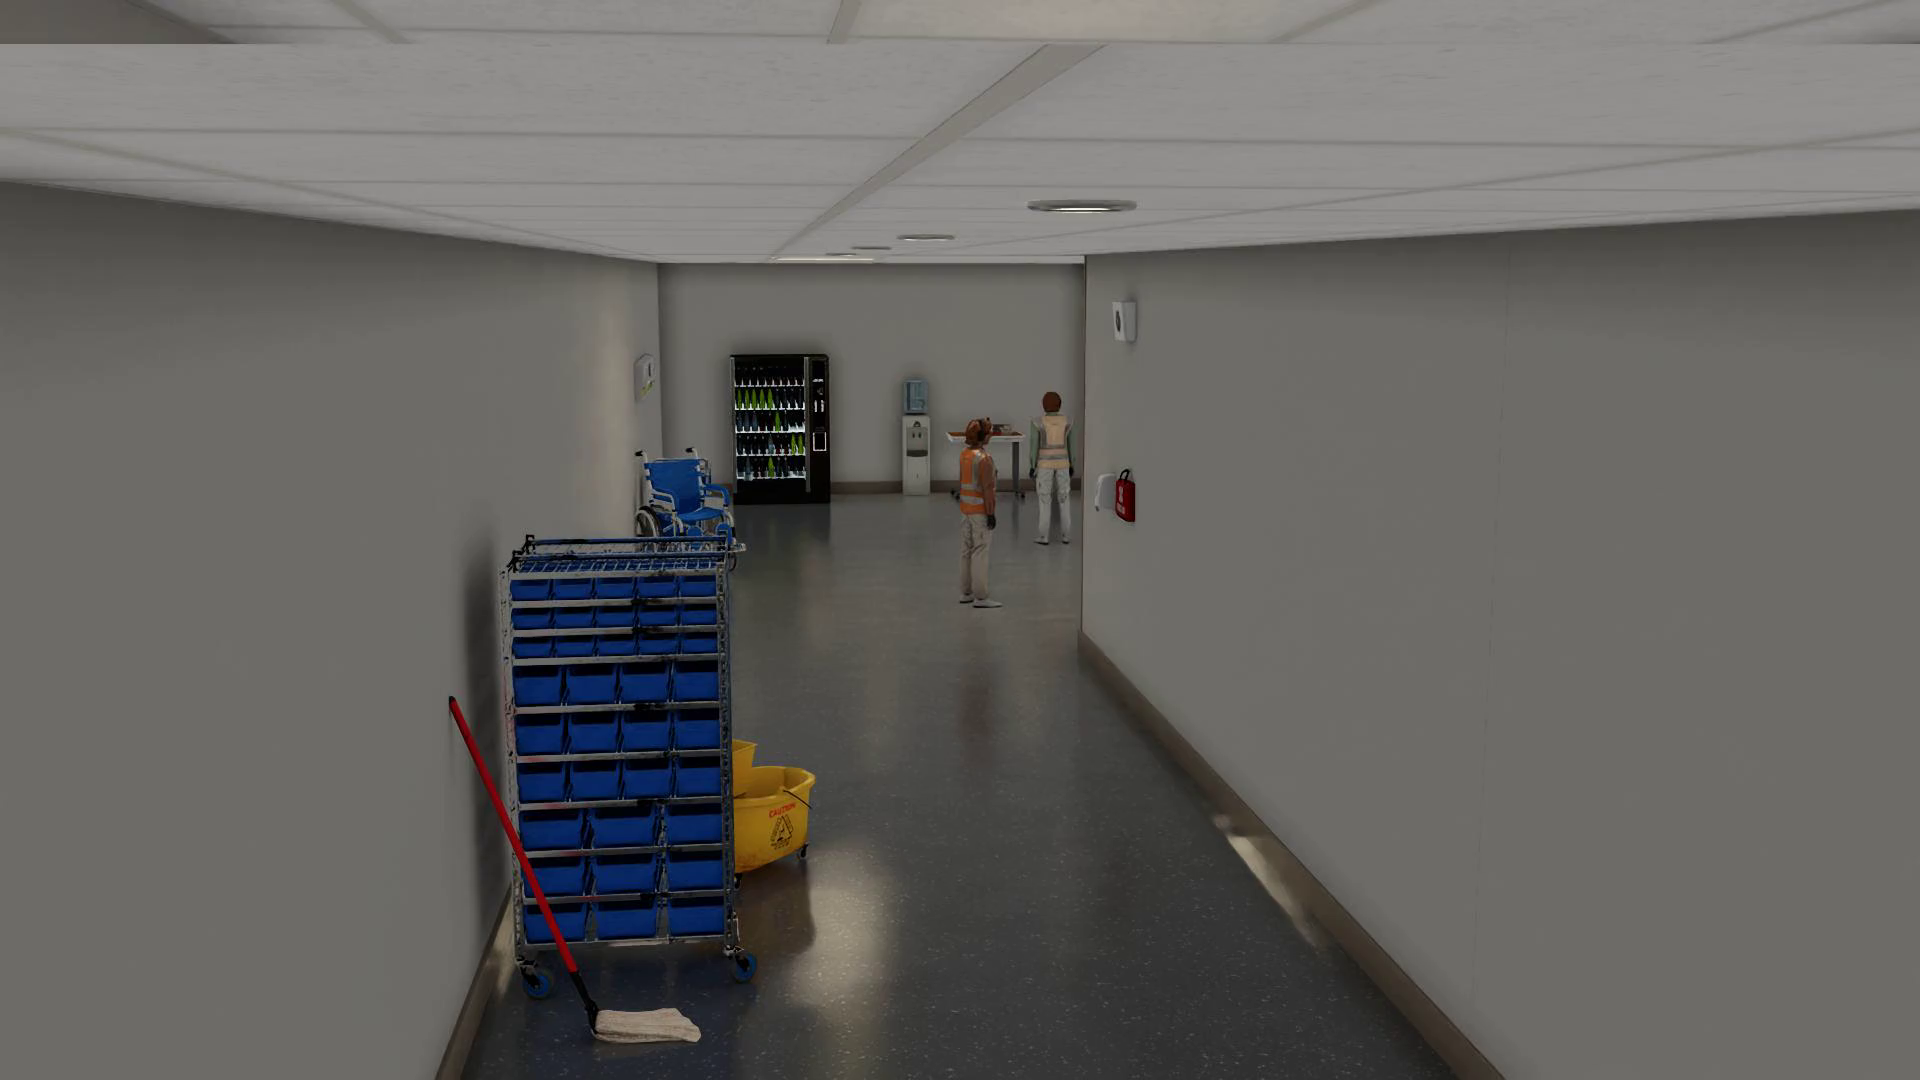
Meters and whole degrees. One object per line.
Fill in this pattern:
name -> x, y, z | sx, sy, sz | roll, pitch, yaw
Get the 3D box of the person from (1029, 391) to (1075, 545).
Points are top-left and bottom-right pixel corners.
person -> 0.984, -0.764, 17.749 | 0.517, 1.636, 0.314 | -2, 9, -14

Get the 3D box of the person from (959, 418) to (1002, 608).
person -> 0.155, -0.233, 14.423 | 0.306, 1.640, 0.522 | -5, 10, -27
